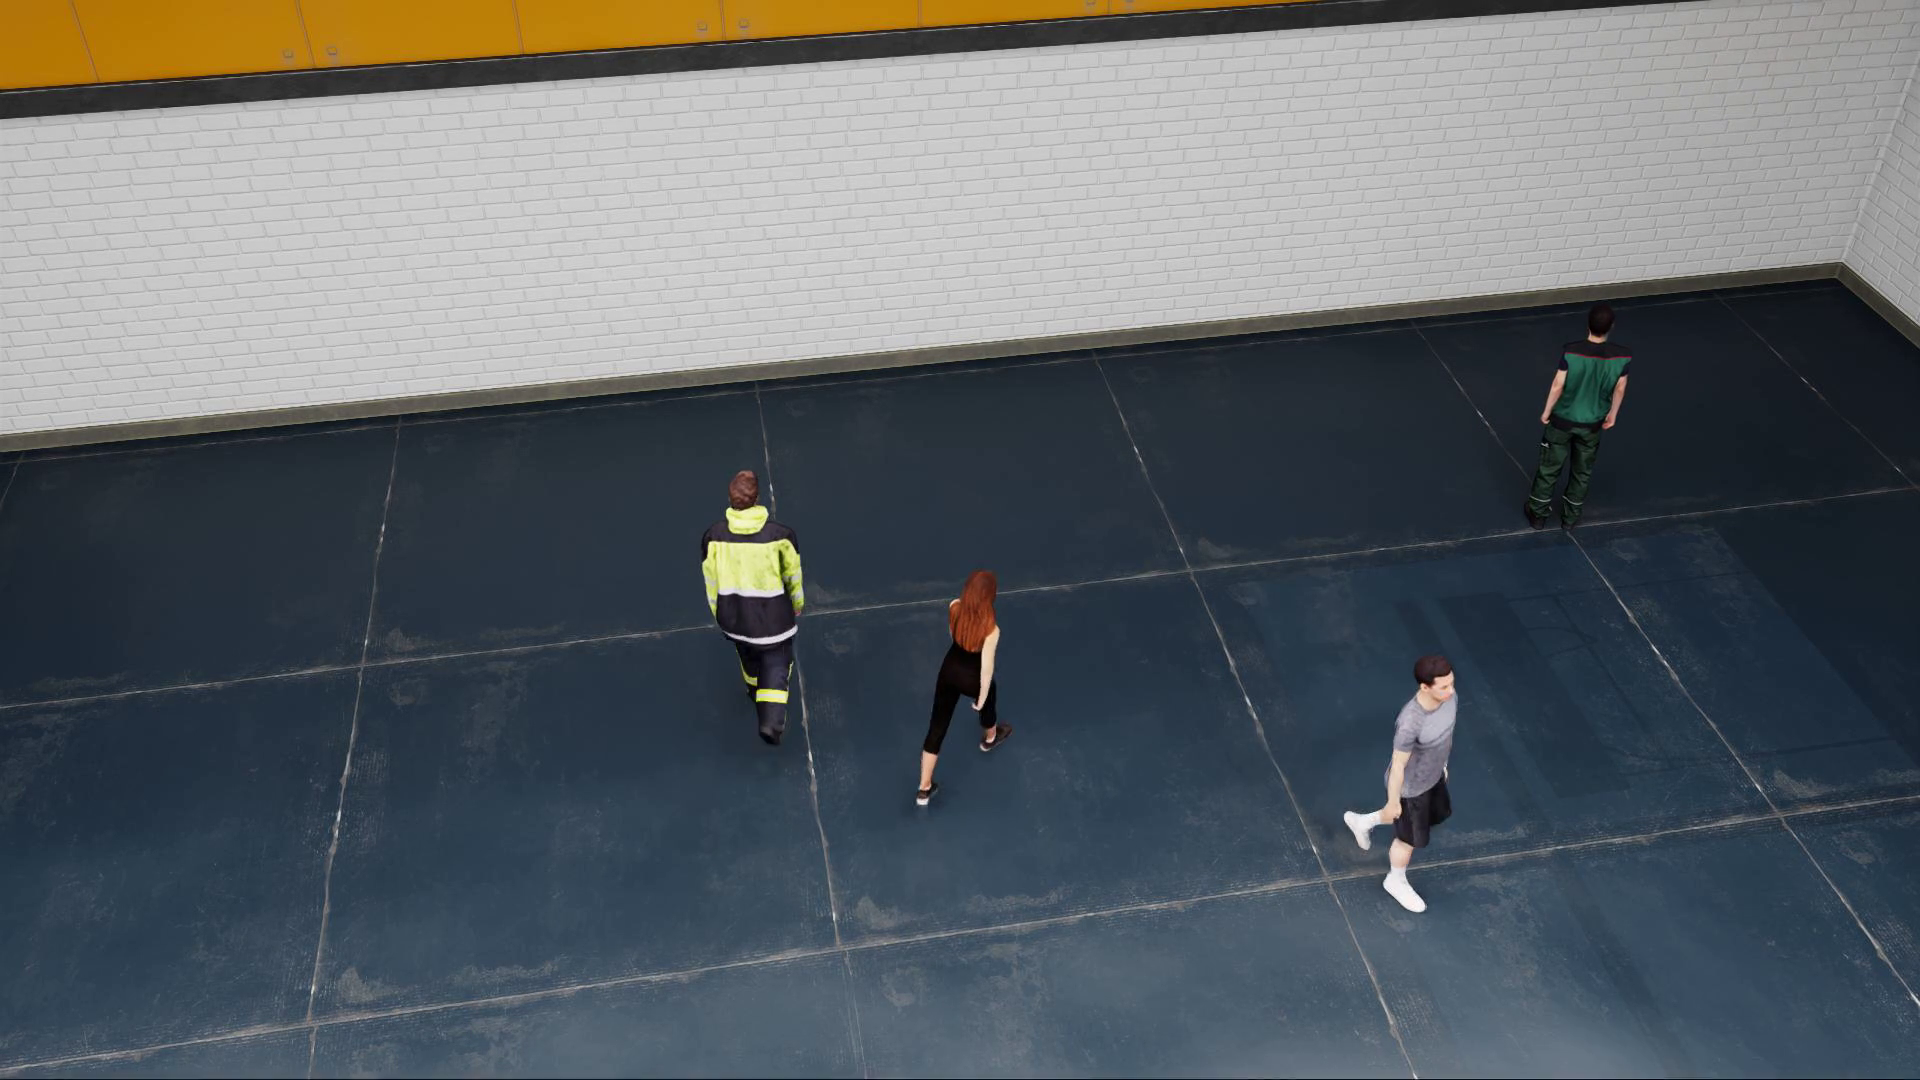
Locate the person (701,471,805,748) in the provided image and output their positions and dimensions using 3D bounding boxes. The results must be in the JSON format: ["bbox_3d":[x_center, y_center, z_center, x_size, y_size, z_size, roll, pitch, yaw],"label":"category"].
[{"bbox_3d":[-1.307,0.467,10.583,0.904,1.958,1.166,0,39,0],"label":"person"}]

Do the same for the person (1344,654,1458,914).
[{"bbox_3d":[2.558,1.325,9.594,0.943,1.851,1.050,-30,48,-32],"label":"person"}]

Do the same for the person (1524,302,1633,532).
[{"bbox_3d":[4.582,-0.906,12.349,0.744,1.899,0.675,4,39,5],"label":"person"}]

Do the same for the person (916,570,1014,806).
[{"bbox_3d":[-0.030,0.922,10.239,1.105,1.677,1.192,22,44,25],"label":"person"}]
